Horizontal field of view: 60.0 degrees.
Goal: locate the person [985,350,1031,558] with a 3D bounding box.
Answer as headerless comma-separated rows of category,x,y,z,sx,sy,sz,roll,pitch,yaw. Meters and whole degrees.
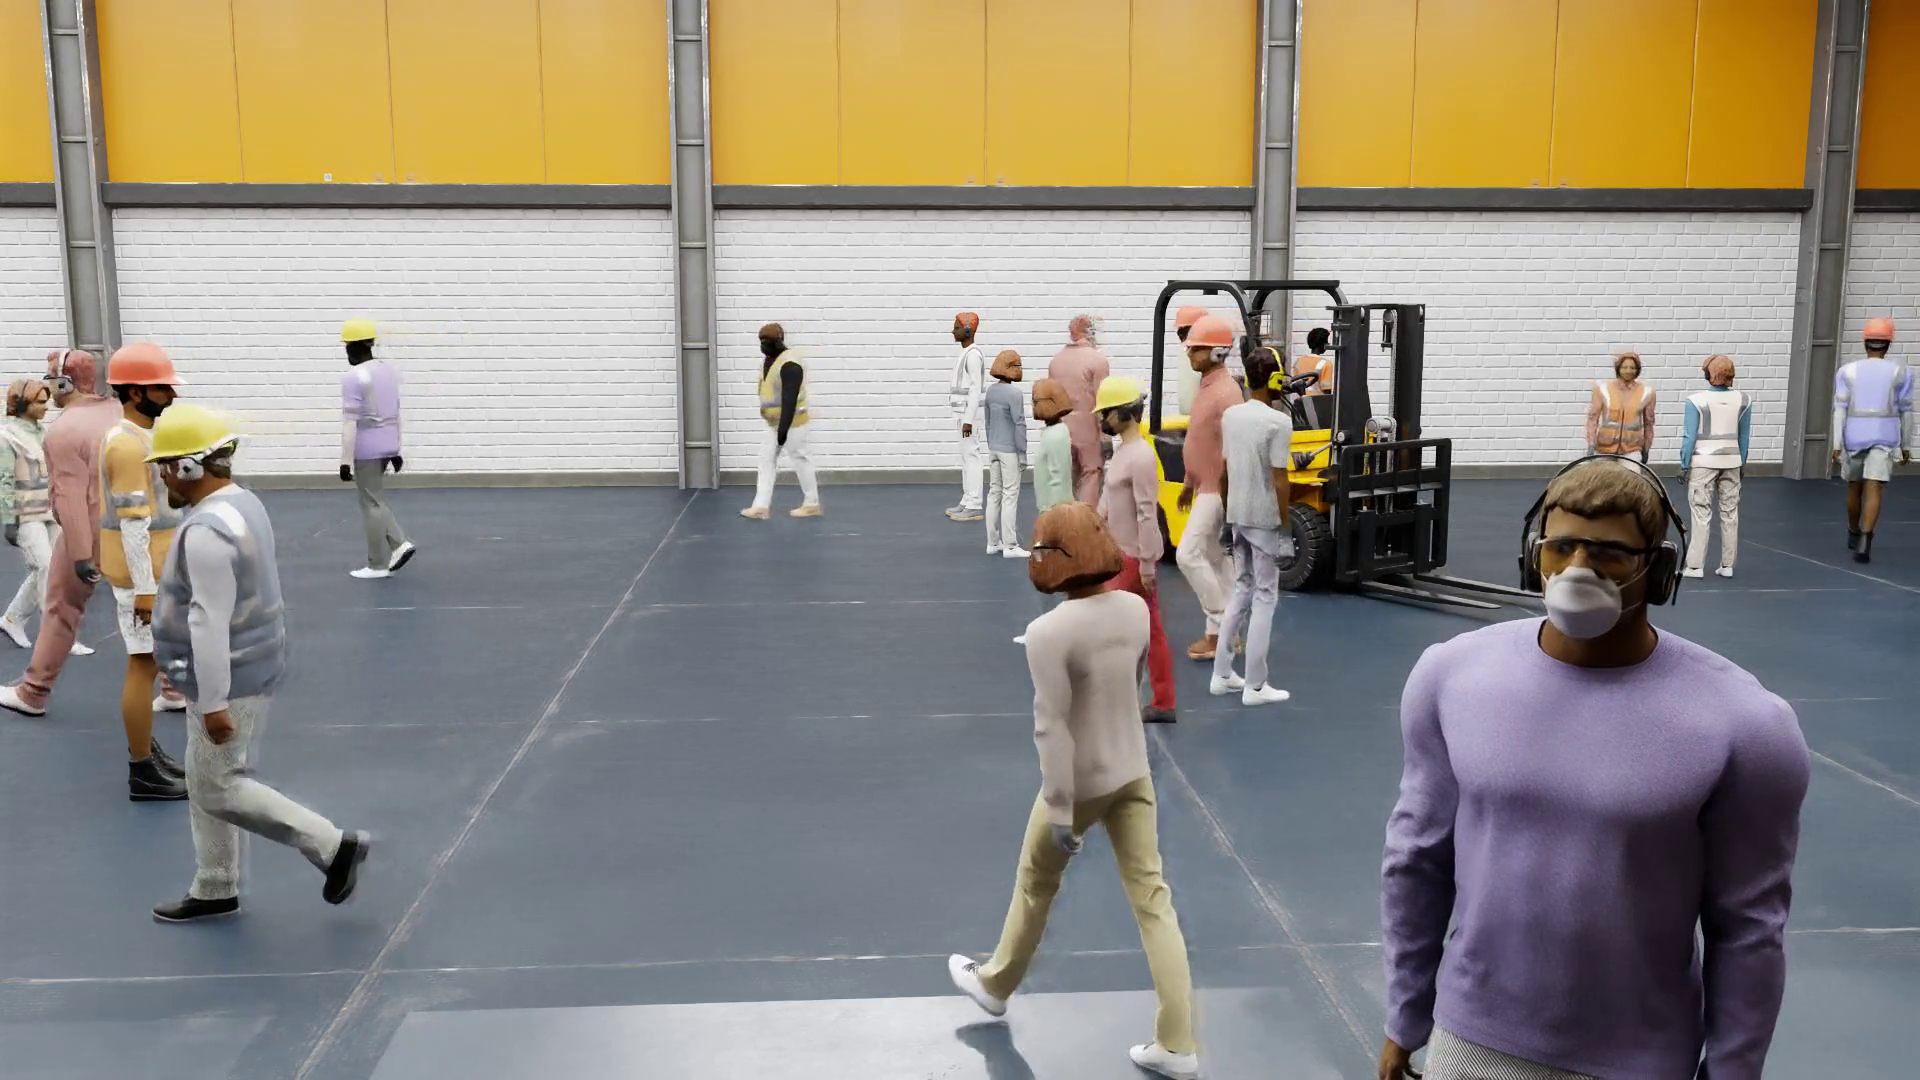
person,0.374,-0.677,13.091,0.279,1.632,0.500,-6,11,-31

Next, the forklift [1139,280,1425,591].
forklift,2.301,-0.860,12.475,1.214,2.155,2.313,-6,11,-35

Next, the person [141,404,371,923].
person,-2.406,0.437,5.599,0.668,1.798,0.599,-2,9,-12

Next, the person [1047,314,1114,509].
person,1.007,-0.888,13.660,0.400,1.905,0.696,-7,12,-38

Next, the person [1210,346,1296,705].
person,1.545,-0.067,8.589,0.338,1.857,0.536,-4,10,-26

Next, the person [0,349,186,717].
person,-4.342,-0.022,8.303,1.010,1.852,0.660,2,9,10

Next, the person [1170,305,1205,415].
person,1.888,-0.971,13.891,0.922,1.950,0.635,-5,10,-27

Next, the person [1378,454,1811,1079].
person,0.974,0.828,2.682,0.632,1.940,0.372,6,11,33

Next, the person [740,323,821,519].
person,-1.624,-1.055,15.013,0.888,1.778,0.640,-6,11,-34

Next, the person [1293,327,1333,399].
person,3.574,-1.299,16.813,0.318,1.691,0.534,-5,11,-31

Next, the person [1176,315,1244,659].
person,1.437,-0.295,9.578,0.506,1.979,0.611,0,9,-1

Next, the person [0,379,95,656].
person,-5.407,-0.132,9.699,0.657,1.619,0.533,1,9,6

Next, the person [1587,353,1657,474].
person,5.391,-0.734,13.588,0.511,1.588,0.909,3,10,20

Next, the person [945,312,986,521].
person,0.062,-1.118,15.076,0.355,1.882,0.576,-1,9,-7

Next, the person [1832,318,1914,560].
person,7.157,-0.795,13.070,0.556,1.896,1.015,5,10,29

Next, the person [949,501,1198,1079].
person,0.340,0.681,4.699,0.502,1.583,0.895,-8,12,-40

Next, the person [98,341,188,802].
person,-3.432,0.130,7.066,0.379,1.938,0.547,-4,10,-22

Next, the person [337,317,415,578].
person,-4.294,-0.656,12.064,0.411,1.912,0.611,2,9,11

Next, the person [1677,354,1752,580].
person,5.479,-0.522,12.093,0.514,1.639,0.310,-1,9,-5

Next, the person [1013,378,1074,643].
person,0.613,-0.152,9.866,0.520,1.621,0.504,0,9,1

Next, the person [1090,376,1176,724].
person,0.726,0.076,8.081,0.769,1.727,0.516,0,9,0
